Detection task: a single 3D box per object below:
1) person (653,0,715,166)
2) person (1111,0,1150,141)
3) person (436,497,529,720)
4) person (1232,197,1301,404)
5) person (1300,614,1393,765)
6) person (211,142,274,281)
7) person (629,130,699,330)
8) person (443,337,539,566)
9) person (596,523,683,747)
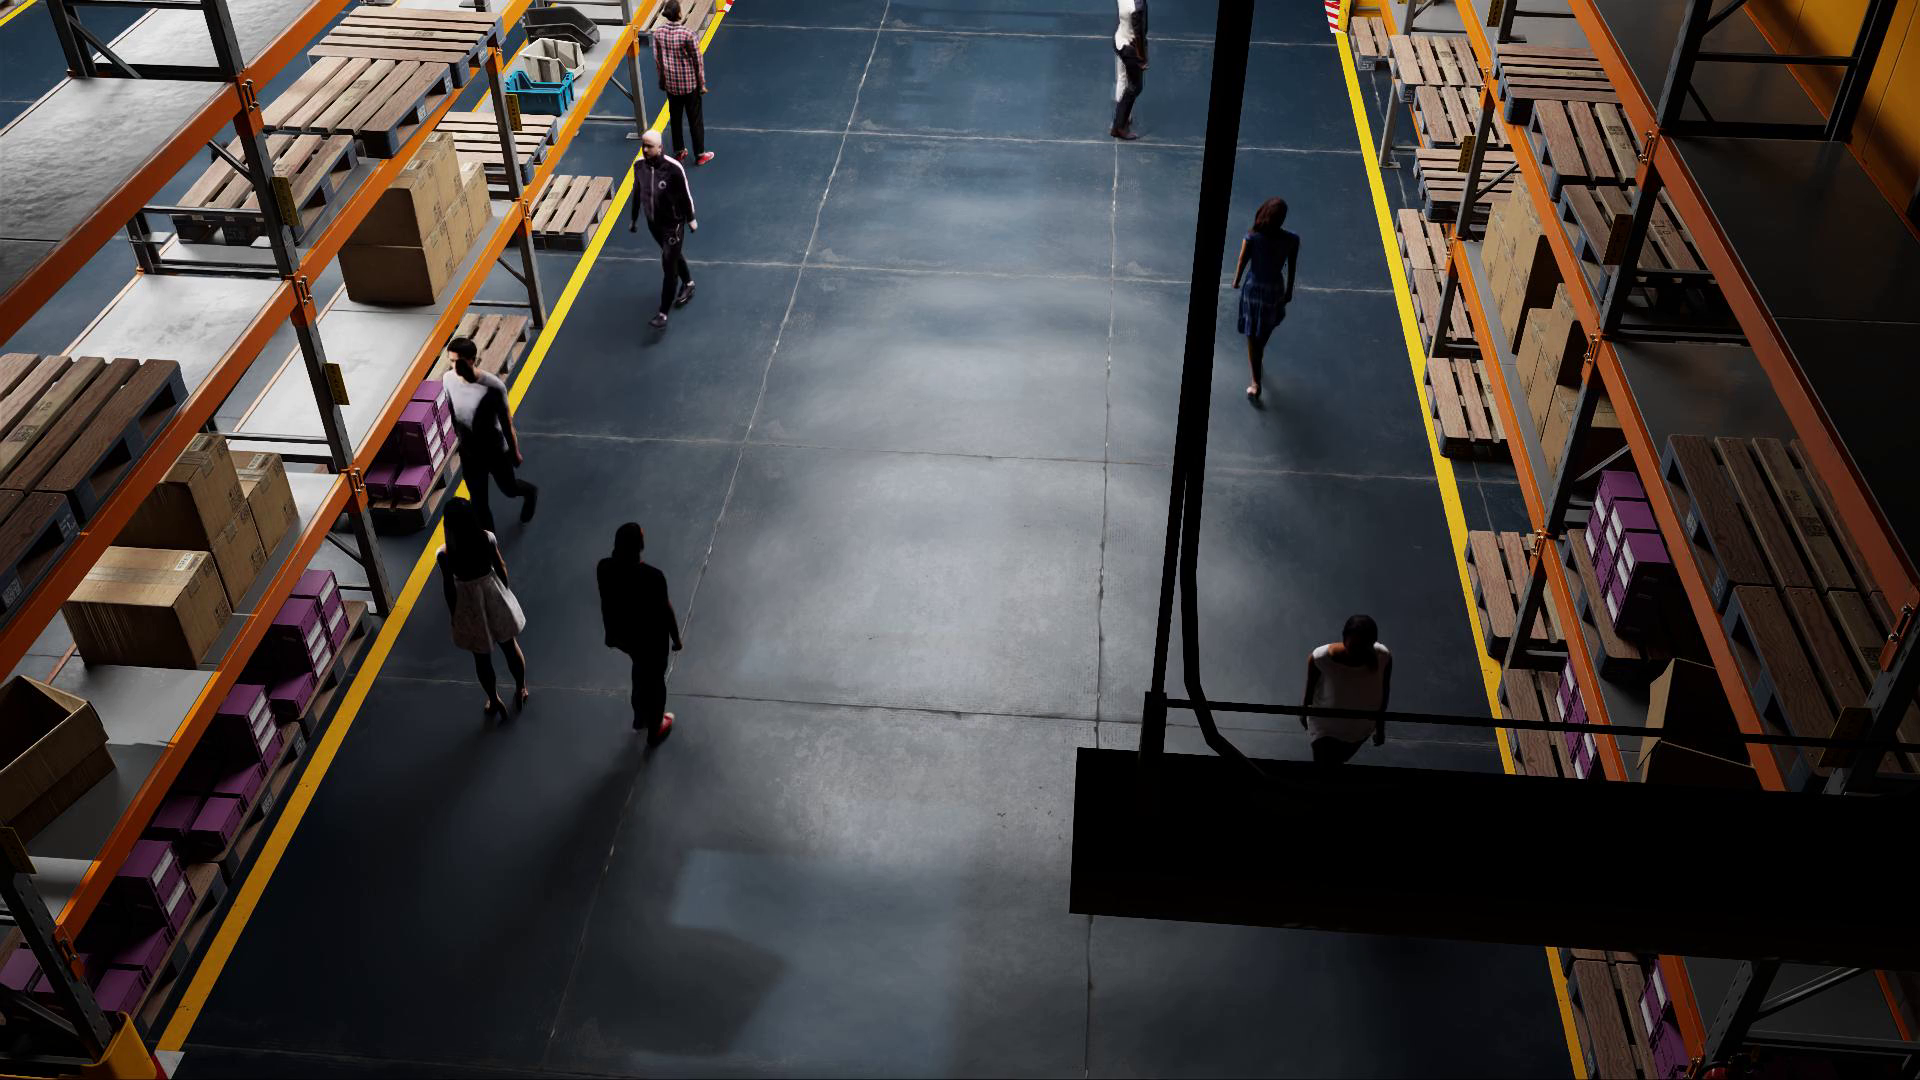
[{"bbox_3d":[-2.912,-4.793,17.416,0.738,1.761,0.658,10,40,13],"label":"person"},{"bbox_3d":[1.839,-5.312,17.982,0.907,1.865,0.749,-23,44,-26],"label":"person"},{"bbox_3d":[-3.113,0.446,10.845,0.775,1.774,0.816,-20,43,-23],"label":"person"},{"bbox_3d":[2.542,-1.954,13.850,0.809,1.775,1.055,-7,39,-8],"label":"person"},{"bbox_3d":[2.343,1.074,10.156,0.807,1.653,1.154,-5,39,-6],"label":"person"},{"bbox_3d":[-6.408,-2.719,14.859,0.764,1.711,0.796,25,45,27],"label":"person"},{"bbox_3d":[-2.593,-2.881,15.000,0.981,1.787,1.271,16,41,19],"label":"person"},{"bbox_3d":[-3.443,-0.707,12.241,0.782,1.834,1.161,8,39,10],"label":"person"},{"bbox_3d":[-2.077,0.655,10.606,0.708,1.746,0.690,13,40,15],"label":"person"}]
